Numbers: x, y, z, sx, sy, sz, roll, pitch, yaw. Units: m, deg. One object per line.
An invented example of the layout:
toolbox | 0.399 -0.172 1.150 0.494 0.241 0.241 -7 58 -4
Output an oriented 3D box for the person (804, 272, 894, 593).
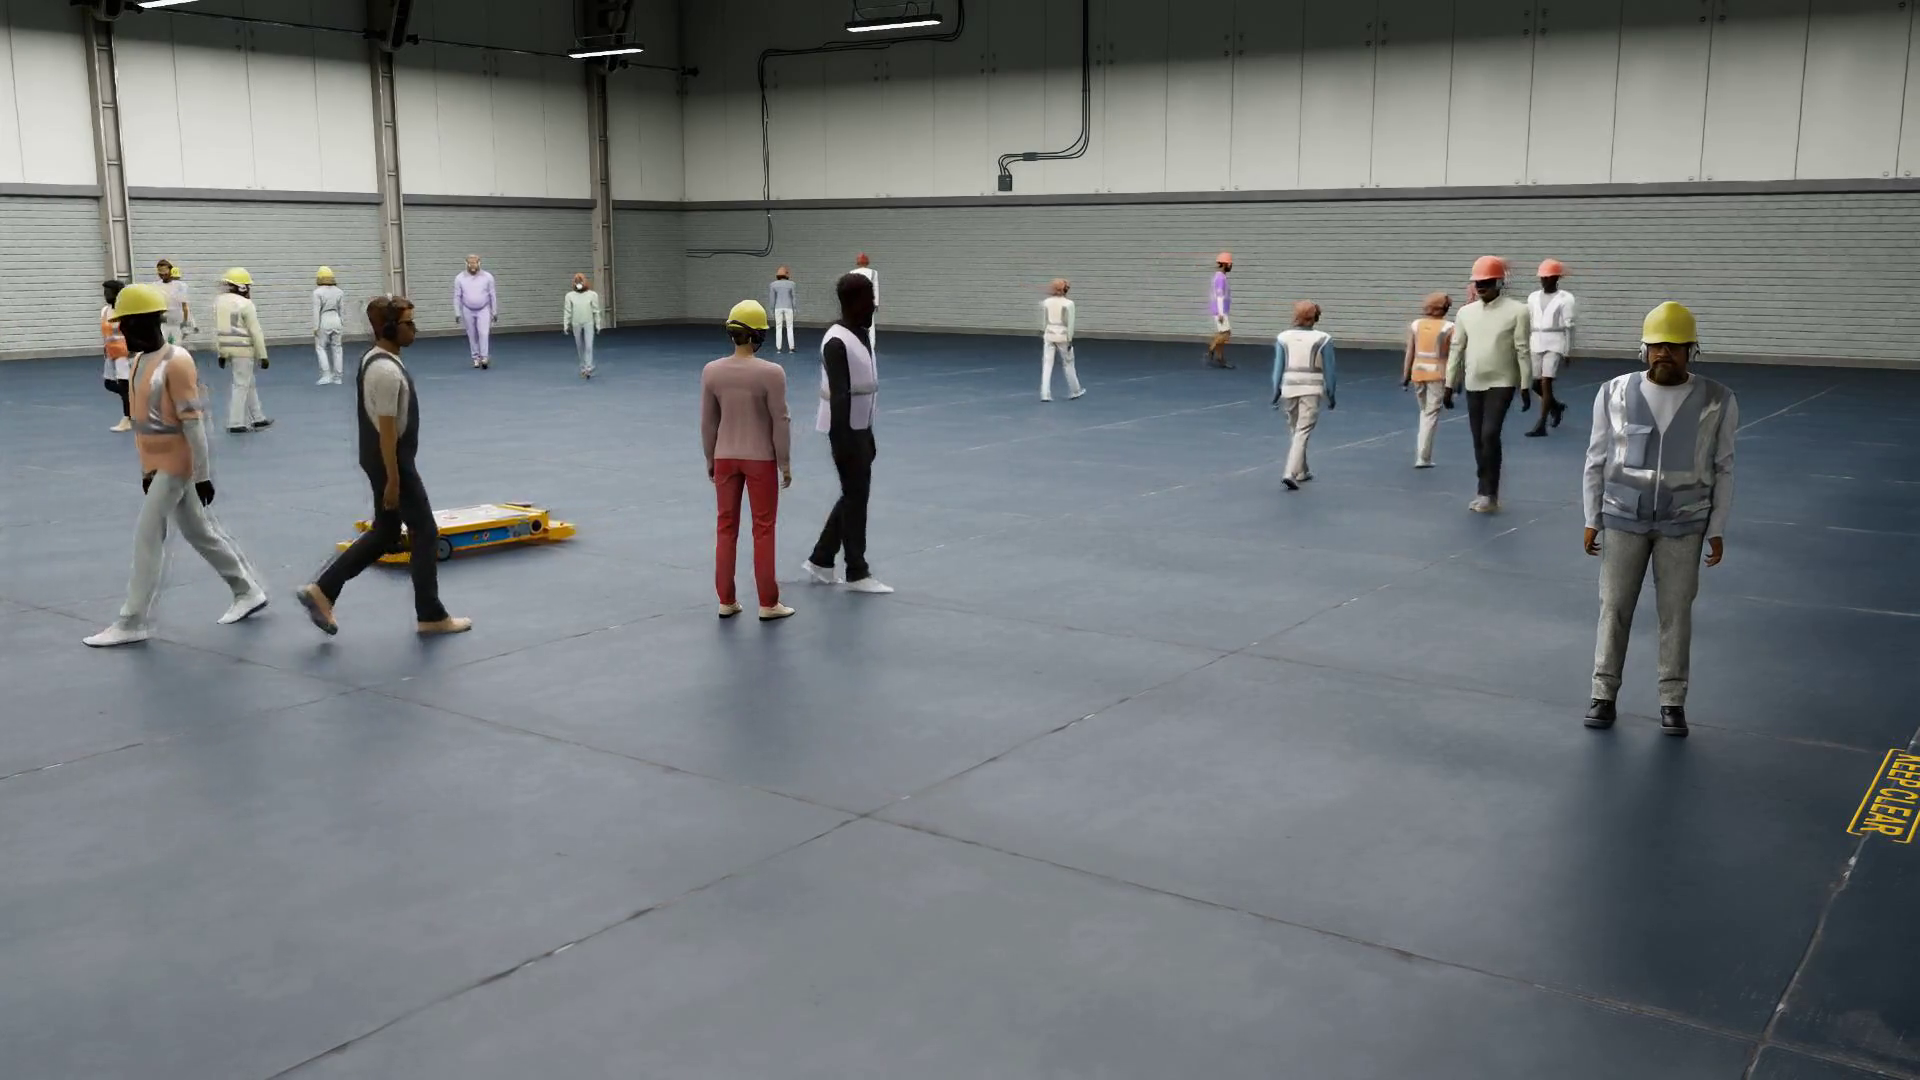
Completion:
person | -0.657 -0.627 9.948 0.508 1.936 0.616 2 10 11

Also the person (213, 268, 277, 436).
person | -7.757 -2.058 18.185 0.618 1.800 0.798 7 12 33

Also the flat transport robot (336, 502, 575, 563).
flat transport robot | -3.414 -0.066 11.315 0.652 0.197 1.431 9 13 41

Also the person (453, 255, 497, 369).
person | -8.006 -3.748 27.442 0.676 1.867 0.939 -2 10 -11

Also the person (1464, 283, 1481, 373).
person | 8.272 -3.519 26.471 0.525 1.769 0.313 -5 11 -26

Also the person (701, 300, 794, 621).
person | -1.170 -0.437 9.204 0.530 1.767 0.328 4 11 20

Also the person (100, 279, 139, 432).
person | -9.243 -2.045 18.416 0.548 1.682 0.495 6 12 31

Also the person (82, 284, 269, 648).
person | -4.185 -0.417 8.830 0.594 1.874 0.991 10 14 44

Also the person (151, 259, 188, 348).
person | -11.036 -2.978 23.201 0.546 1.844 0.710 0 10 1

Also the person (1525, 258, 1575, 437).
person | 6.409 -2.085 18.017 0.728 1.922 0.553 -8 13 -38

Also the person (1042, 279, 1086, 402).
person | 1.333 -2.629 21.949 0.529 1.595 0.842 7 12 34

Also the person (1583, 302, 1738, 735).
person | 2.953 -0.089 7.071 0.590 1.833 0.404 4 11 22

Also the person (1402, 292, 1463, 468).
person | 4.421 -1.484 15.455 0.563 1.616 0.548 -9 14 -41

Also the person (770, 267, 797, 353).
person | -3.349 -4.372 31.616 0.498 1.633 0.280 0 10 0

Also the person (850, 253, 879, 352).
person | -1.829 -4.503 31.650 0.584 1.882 0.337 -3 10 -15

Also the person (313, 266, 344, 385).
person | -9.311 -3.156 24.512 0.312 1.743 0.514 8 13 38

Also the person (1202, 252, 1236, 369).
person | 4.300 -3.758 27.350 0.449 1.926 0.576 2 10 9

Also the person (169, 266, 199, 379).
person | -11.714 -3.221 24.902 0.535 1.748 0.615 6 12 29

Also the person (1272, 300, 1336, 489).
person | 2.918 -1.245 14.208 0.533 1.601 0.851 7 12 35

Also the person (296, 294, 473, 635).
person | -3.040 -0.369 8.681 0.798 1.823 0.520 -6 12 -29

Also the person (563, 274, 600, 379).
person | -5.801 -3.257 25.466 0.531 1.589 0.825 -1 10 -4

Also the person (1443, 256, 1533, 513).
person | 4.017 -1.185 12.802 0.659 1.972 0.663 -9 14 -42
